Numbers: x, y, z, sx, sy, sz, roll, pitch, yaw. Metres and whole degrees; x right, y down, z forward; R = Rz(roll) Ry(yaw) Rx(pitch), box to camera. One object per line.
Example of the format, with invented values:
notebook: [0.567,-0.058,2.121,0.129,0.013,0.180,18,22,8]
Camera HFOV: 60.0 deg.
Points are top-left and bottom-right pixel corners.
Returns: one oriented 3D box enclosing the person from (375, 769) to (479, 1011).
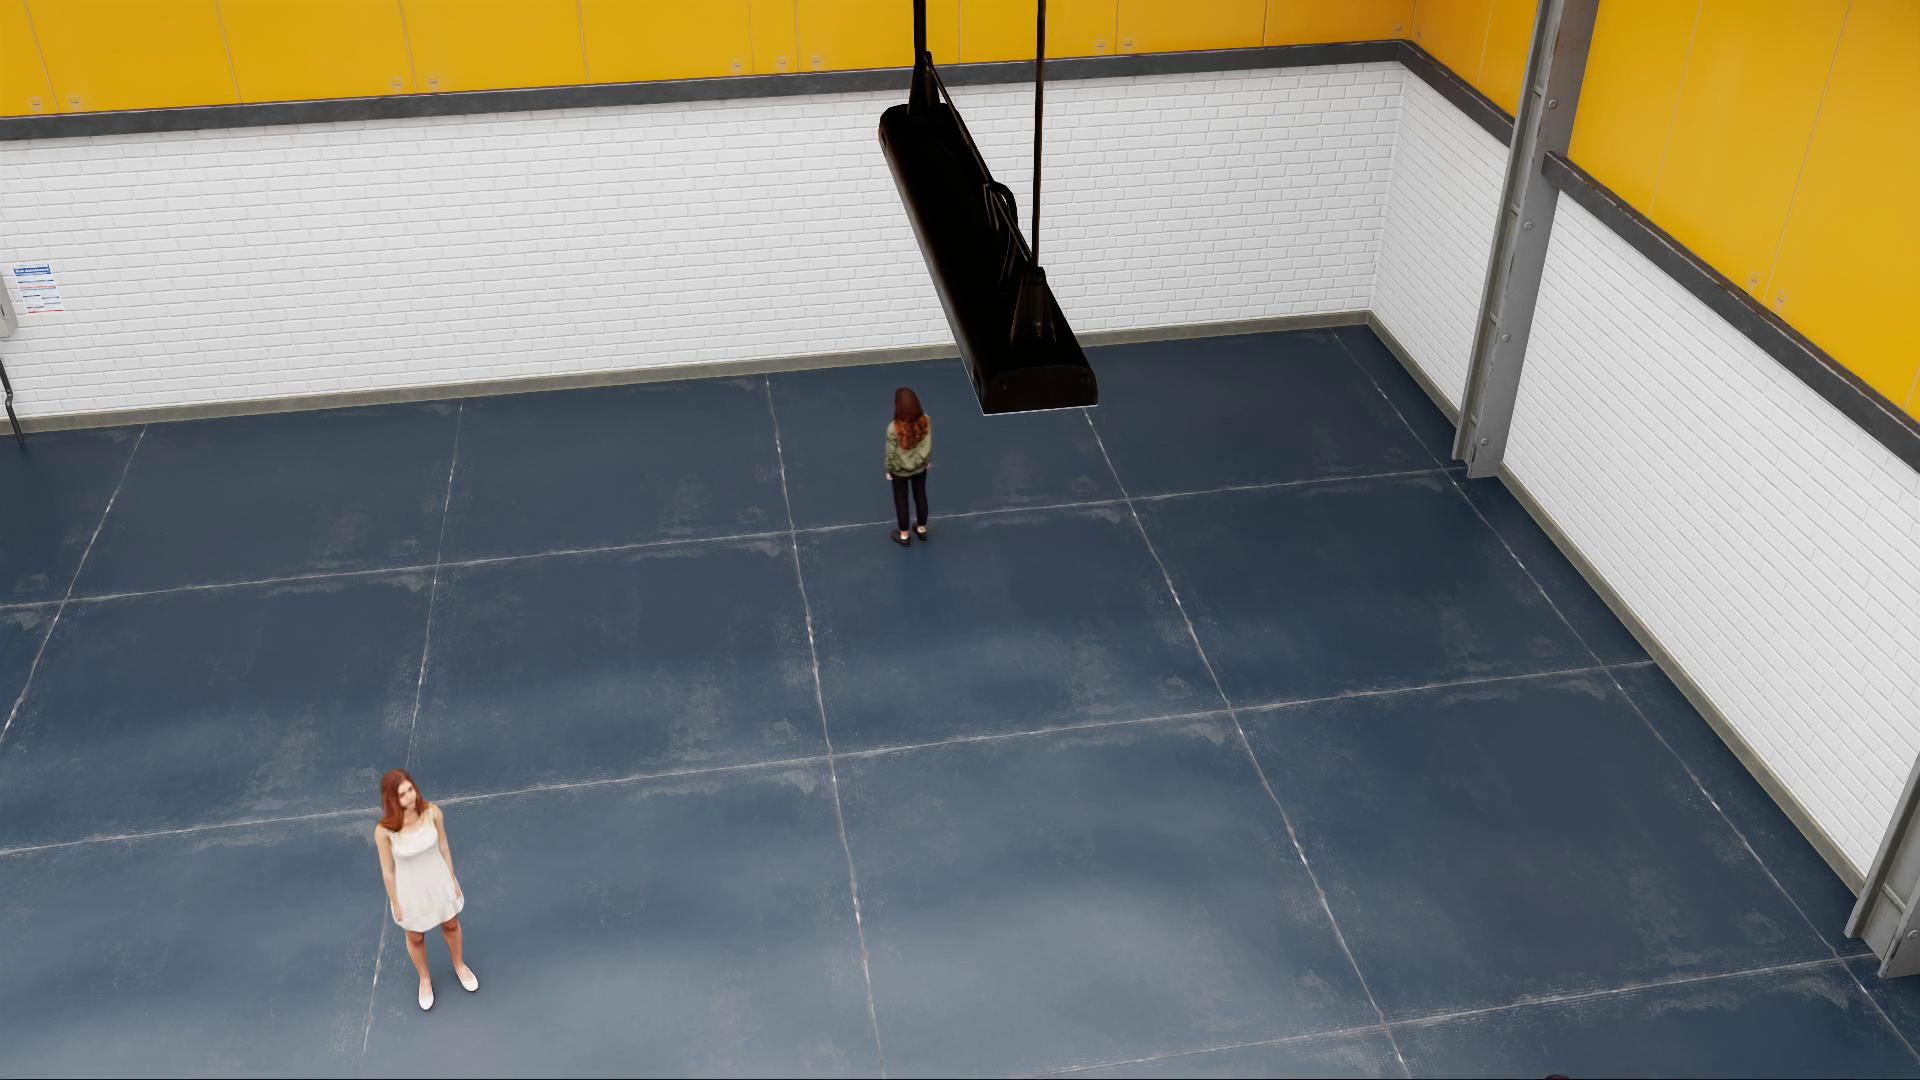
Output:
person: [-3.152,2.015,9.750,0.629,1.713,0.628,-18,37,-25]

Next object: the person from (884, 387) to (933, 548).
person: [-0.416,-0.616,13.921,0.642,1.478,0.627,-16,37,-22]
